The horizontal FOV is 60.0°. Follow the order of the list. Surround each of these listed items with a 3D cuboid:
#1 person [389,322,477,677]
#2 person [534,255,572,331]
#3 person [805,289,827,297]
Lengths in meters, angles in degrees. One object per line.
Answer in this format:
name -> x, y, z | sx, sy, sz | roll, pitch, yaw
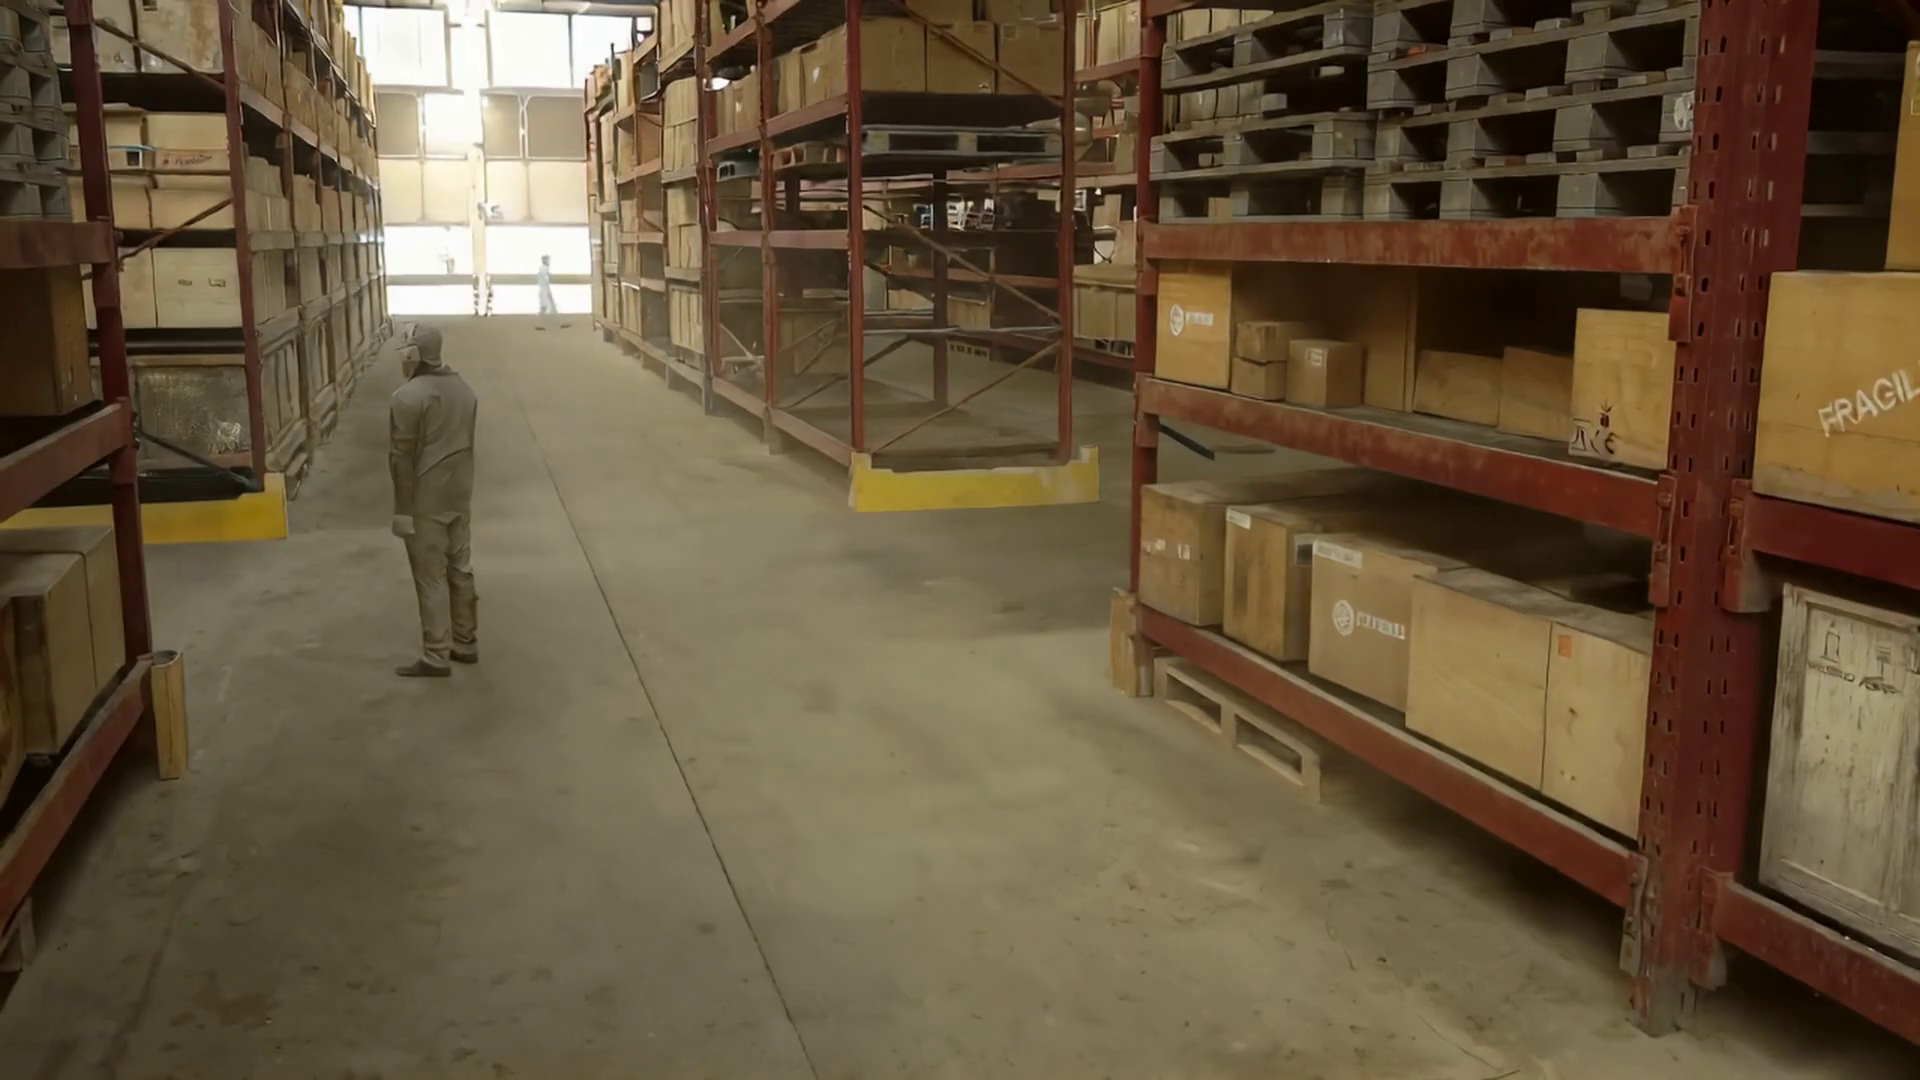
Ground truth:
person -> -2.852, -0.217, 8.961 | 0.400, 1.901, 0.642 | 2, 11, 13
person -> -10.203, -6.149, 41.457 | 0.991, 1.894, 0.655 | -2, 11, -10
person -> -3.721, -6.417, 42.931 | 0.626, 1.897, 0.986 | -3, 11, -18
